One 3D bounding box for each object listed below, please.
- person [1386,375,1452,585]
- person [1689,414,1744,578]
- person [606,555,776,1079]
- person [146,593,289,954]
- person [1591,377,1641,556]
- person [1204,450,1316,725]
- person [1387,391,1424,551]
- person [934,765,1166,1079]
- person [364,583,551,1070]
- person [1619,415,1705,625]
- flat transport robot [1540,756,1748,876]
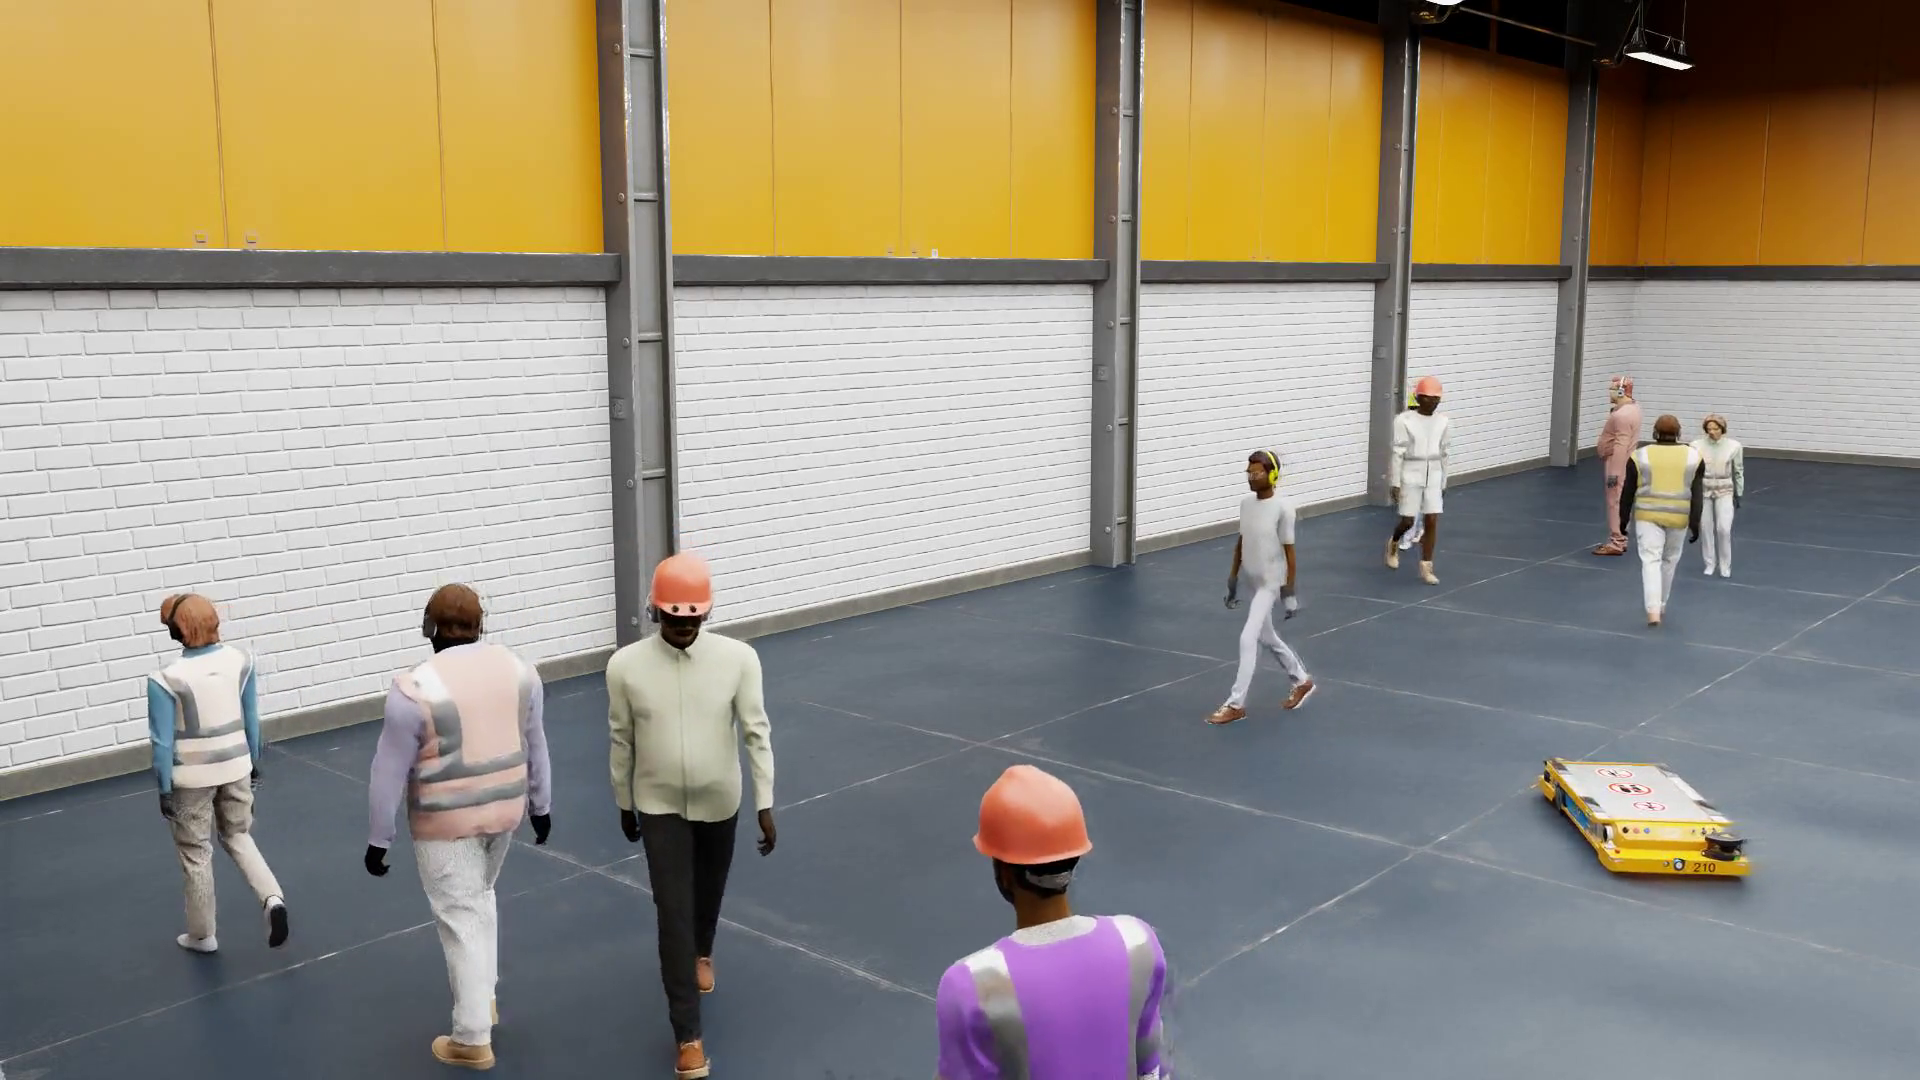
[{"bbox_3d":[4.456,-0.600,16.190,0.624,2.025,0.736,-1,9,-9],"label":"person"},{"bbox_3d":[7.427,-0.430,16.387,0.518,1.616,0.564,4,10,26],"label":"person"},{"bbox_3d":[-1.059,0.986,6.517,0.614,1.948,1.047,-2,9,-13],"label":"person"},{"bbox_3d":[-3.216,1.028,7.189,0.549,1.622,0.527,6,11,33],"label":"person"},{"bbox_3d":[6.998,-0.785,17.714,0.407,1.907,0.694,5,10,29],"label":"person"},{"bbox_3d":[2.057,0.291,11.179,0.943,1.836,0.522,-5,10,-27],"label":"person"},{"bbox_3d":[4.999,-0.784,18.274,0.536,1.725,0.889,7,11,37],"label":"person"},{"bbox_3d":[0.218,1.449,3.633,0.566,1.922,0.600,-4,10,-23],"label":"person"},{"bbox_3d":[-1.910,1.073,6.338,0.581,1.810,0.713,7,11,37],"label":"person"},{"bbox_3d":[6.008,-0.180,14.276,0.644,1.796,0.973,3,9,16],"label":"person"},{"bbox_3d":[3.597,1.440,8.852,0.652,0.197,1.431,1,9,5],"label":"flat transport robot"}]
